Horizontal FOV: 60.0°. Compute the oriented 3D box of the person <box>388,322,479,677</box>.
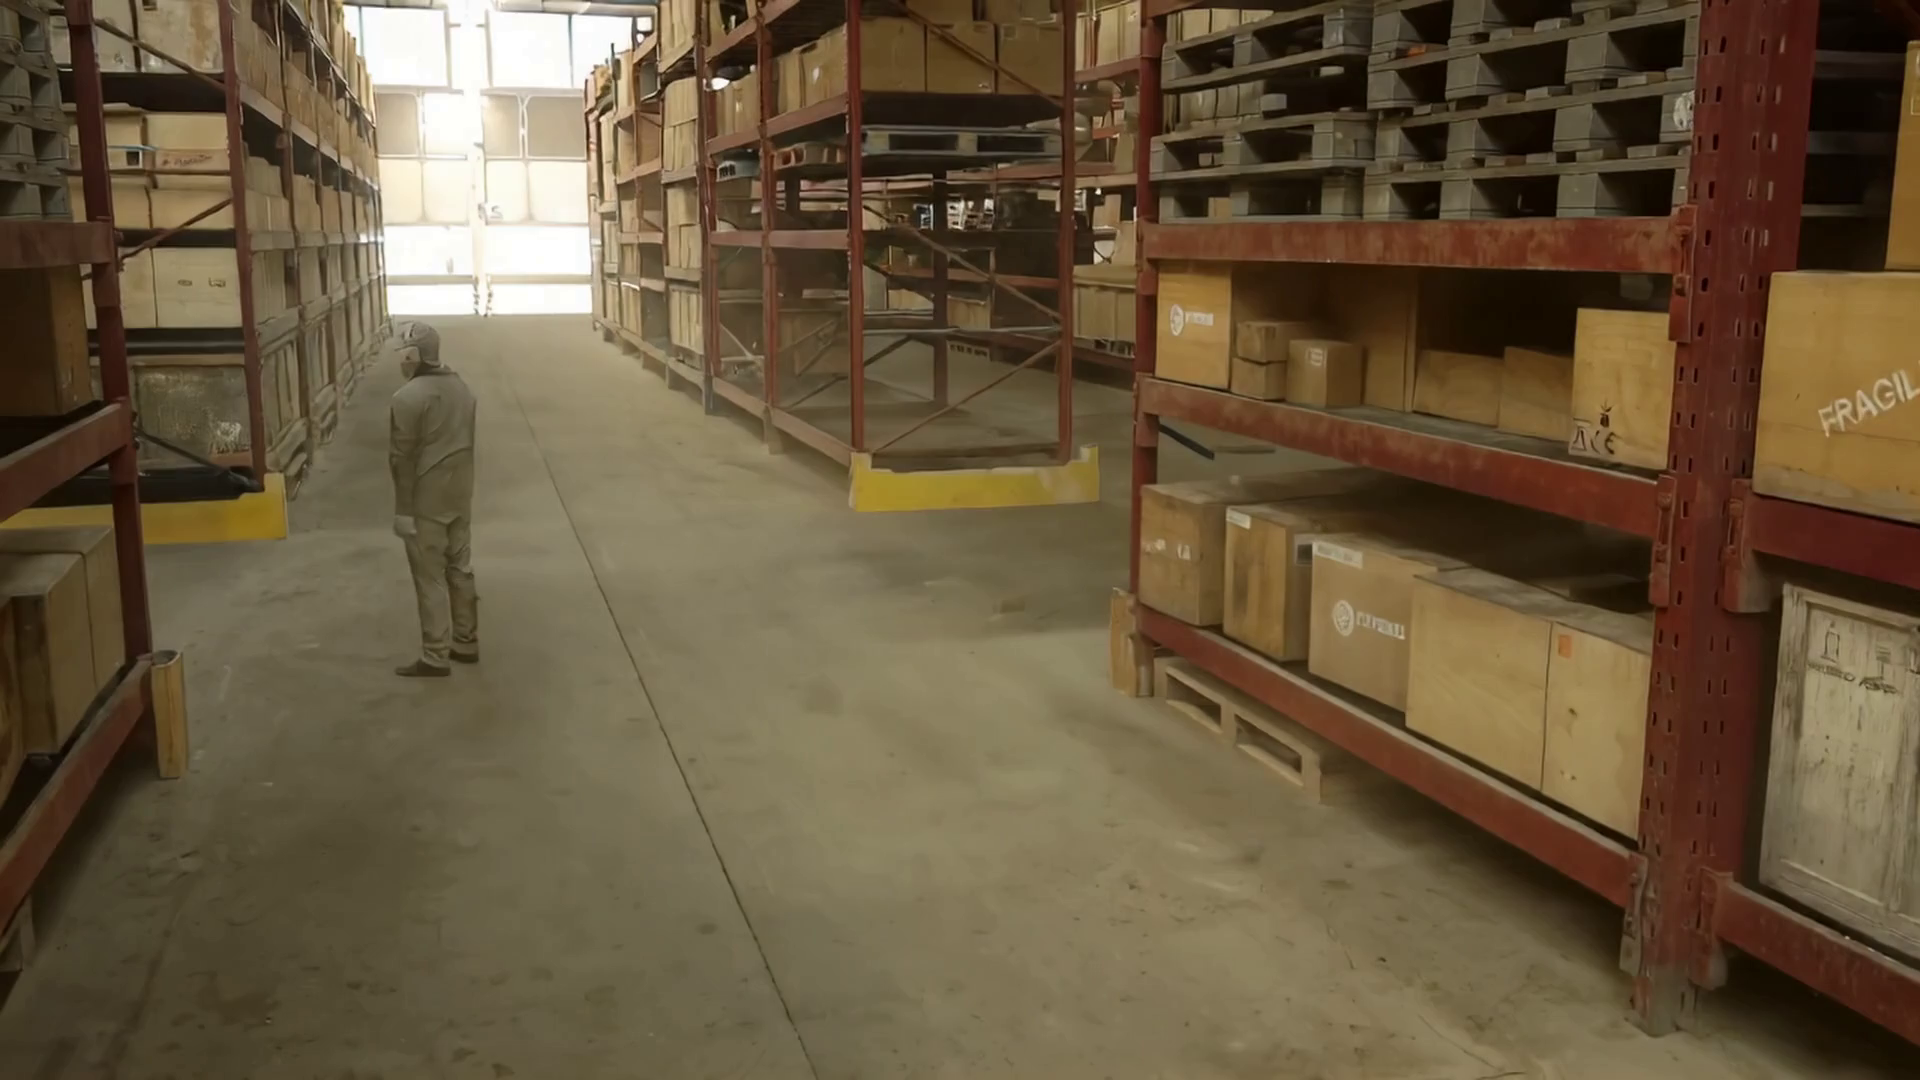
[{"bbox_3d":[-2.854,-0.217,8.963,0.399,1.900,0.645,2,11,13],"label":"person"}]

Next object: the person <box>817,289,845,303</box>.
[{"bbox_3d":[-2.938,-5.511,37.974,0.615,1.905,1.003,-2,10,-9],"label":"person"}]
